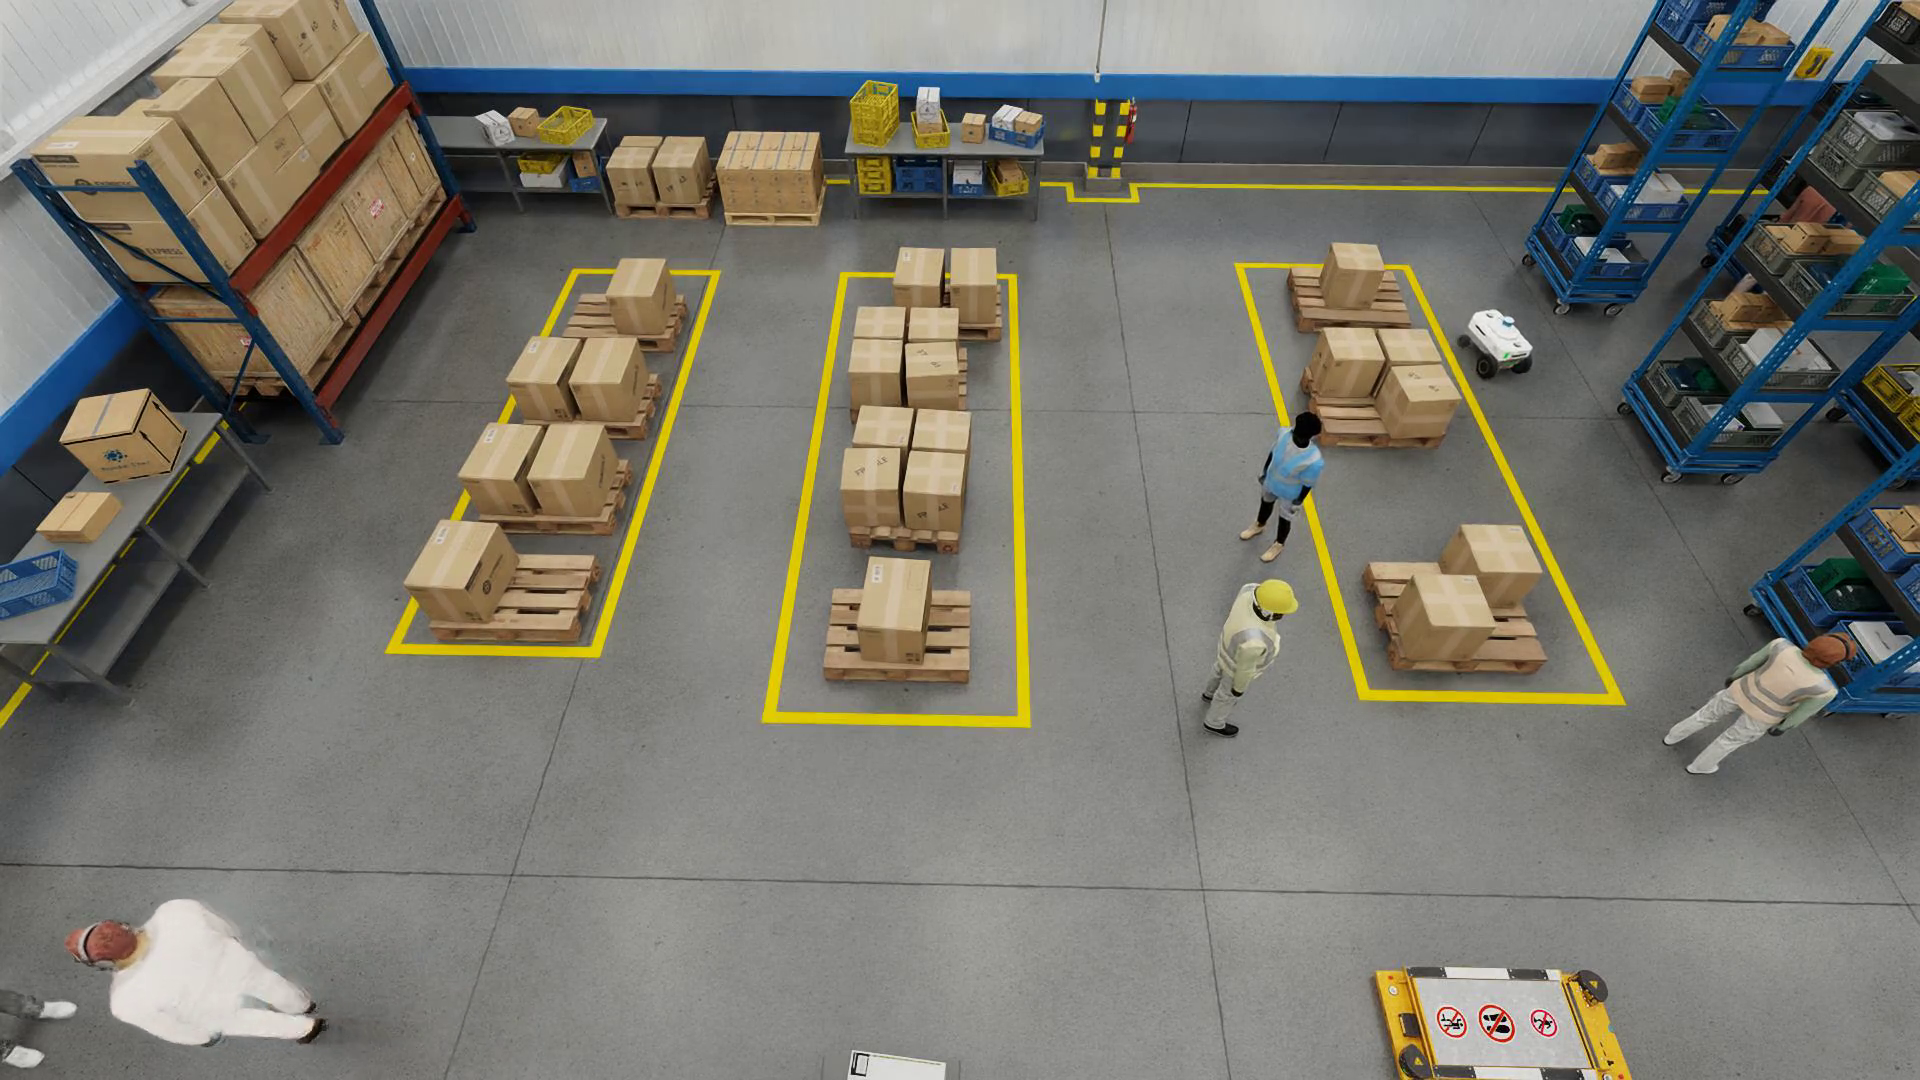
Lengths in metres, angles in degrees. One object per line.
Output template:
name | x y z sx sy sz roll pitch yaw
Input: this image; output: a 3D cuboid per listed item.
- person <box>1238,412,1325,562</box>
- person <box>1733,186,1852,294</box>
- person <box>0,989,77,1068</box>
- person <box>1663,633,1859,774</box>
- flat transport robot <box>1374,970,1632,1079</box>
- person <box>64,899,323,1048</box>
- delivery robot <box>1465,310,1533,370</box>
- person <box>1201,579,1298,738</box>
person | 2.808 -0.470 7.944 0.319 1.693 0.531 -22 54 -17
person | 9.078 -3.159 9.950 0.403 1.982 0.627 -18 53 -14
person | -6.070 2.665 5.251 0.400 1.908 0.599 3 51 3
person | 5.762 1.182 6.633 0.315 1.632 0.520 -12 52 -10
flat transport robot | 3.501 3.133 5.914 1.431 0.197 0.652 1 51 1
person | -4.367 2.578 5.331 0.434 1.893 0.652 2 51 2
delivery robot | 5.905 -2.219 10.037 0.477 0.478 0.707 -9 51 -7
person | 2.096 0.863 6.772 0.403 1.825 0.586 8 51 6
